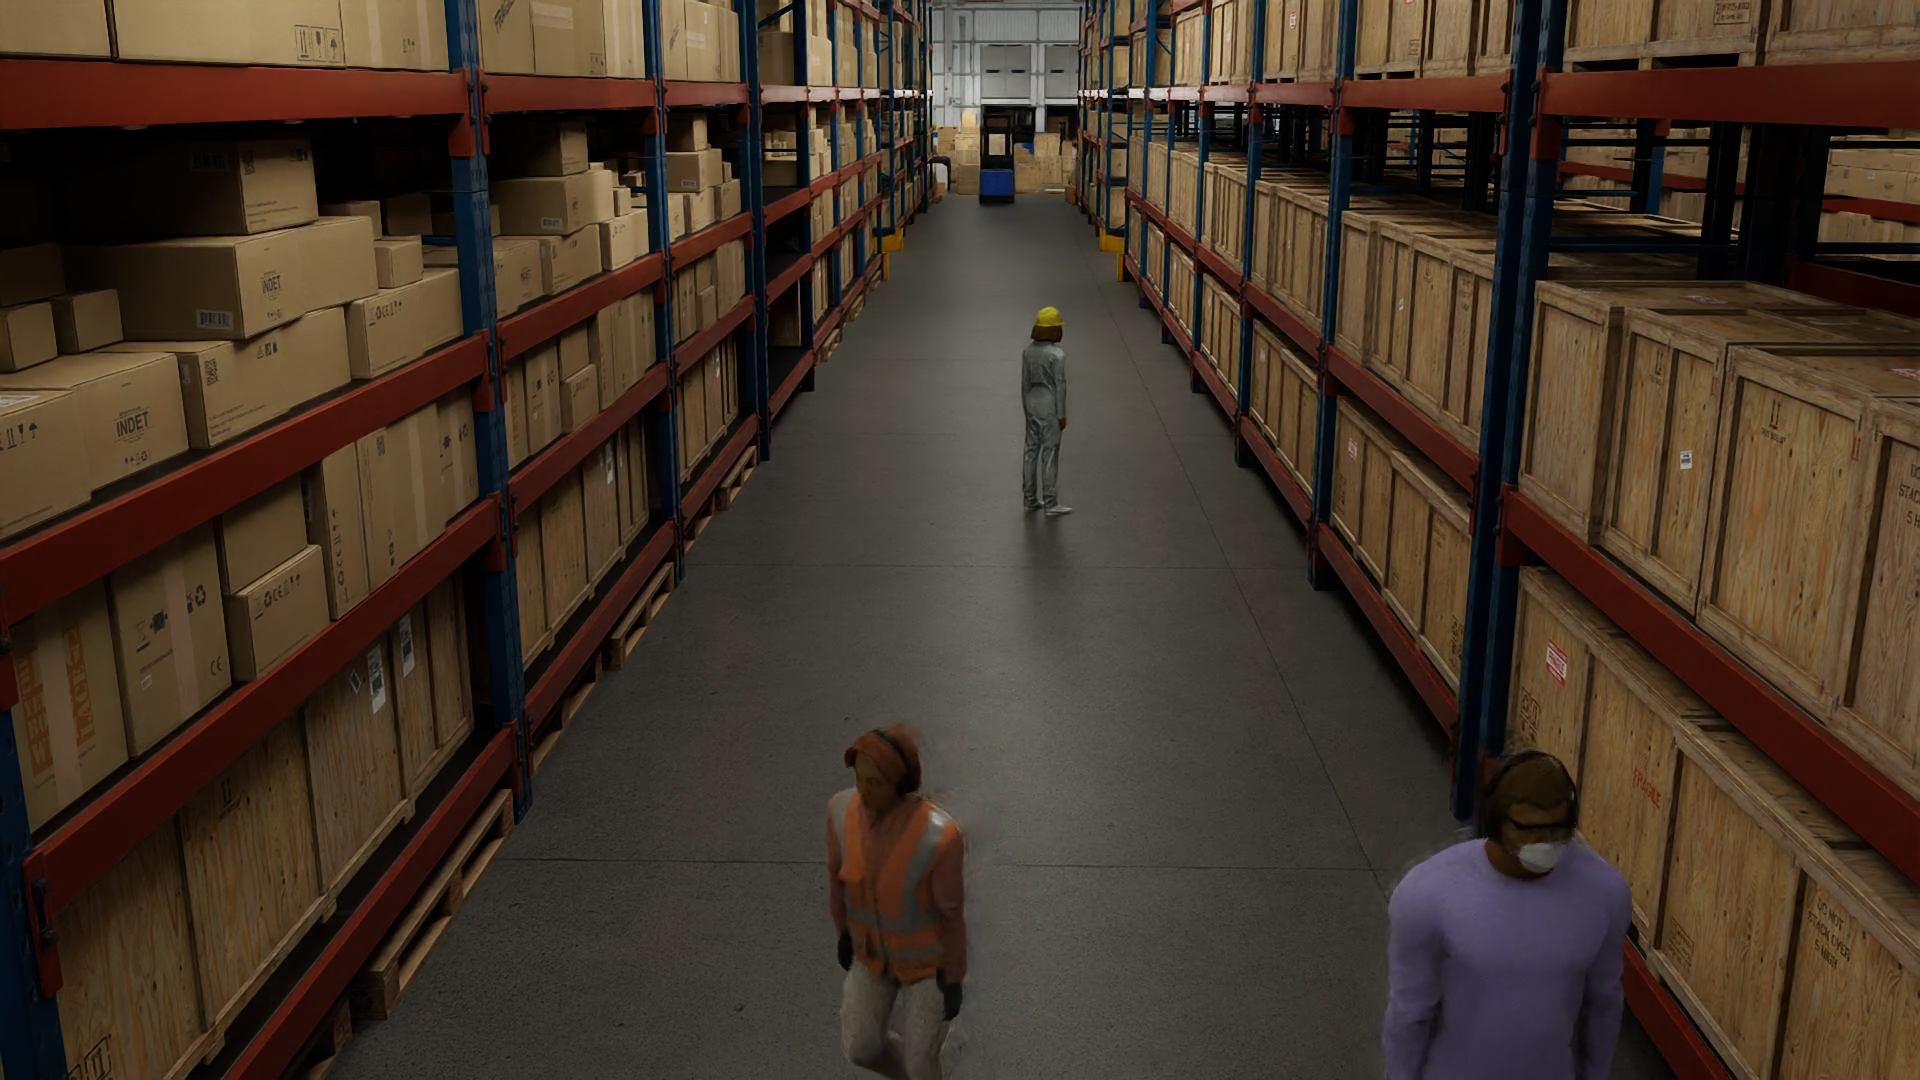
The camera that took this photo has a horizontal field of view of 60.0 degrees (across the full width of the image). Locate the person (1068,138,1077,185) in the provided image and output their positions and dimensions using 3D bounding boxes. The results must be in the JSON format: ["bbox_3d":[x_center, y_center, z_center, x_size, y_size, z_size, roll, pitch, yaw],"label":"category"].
[{"bbox_3d":[4.251,-13.637,60.438,1.014,1.896,0.557,10,18,33],"label":"person"}]

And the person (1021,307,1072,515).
[{"bbox_3d":[0.724,-1.086,13.988,0.312,1.744,0.487,-12,19,-38],"label":"person"}]

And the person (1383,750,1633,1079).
[{"bbox_3d":[1.390,1.415,4.365,0.628,1.922,0.652,-1,15,-4],"label":"person"}]

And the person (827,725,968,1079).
[{"bbox_3d":[-0.166,1.314,5.299,0.525,1.619,0.486,9,17,30],"label":"person"}]

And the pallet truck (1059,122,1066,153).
[{"bbox_3d":[5.788,-21.111,88.014,1.885,1.965,0.823,5,16,18],"label":"pallet truck"}]

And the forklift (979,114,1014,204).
[{"bbox_3d":[1.176,-12.189,53.142,1.129,2.768,1.873,0,15,2],"label":"forklift"}]

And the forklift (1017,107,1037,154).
[{"bbox_3d":[3.265,-19.752,81.281,1.129,2.768,1.873,-7,17,-24],"label":"forklift"}]
